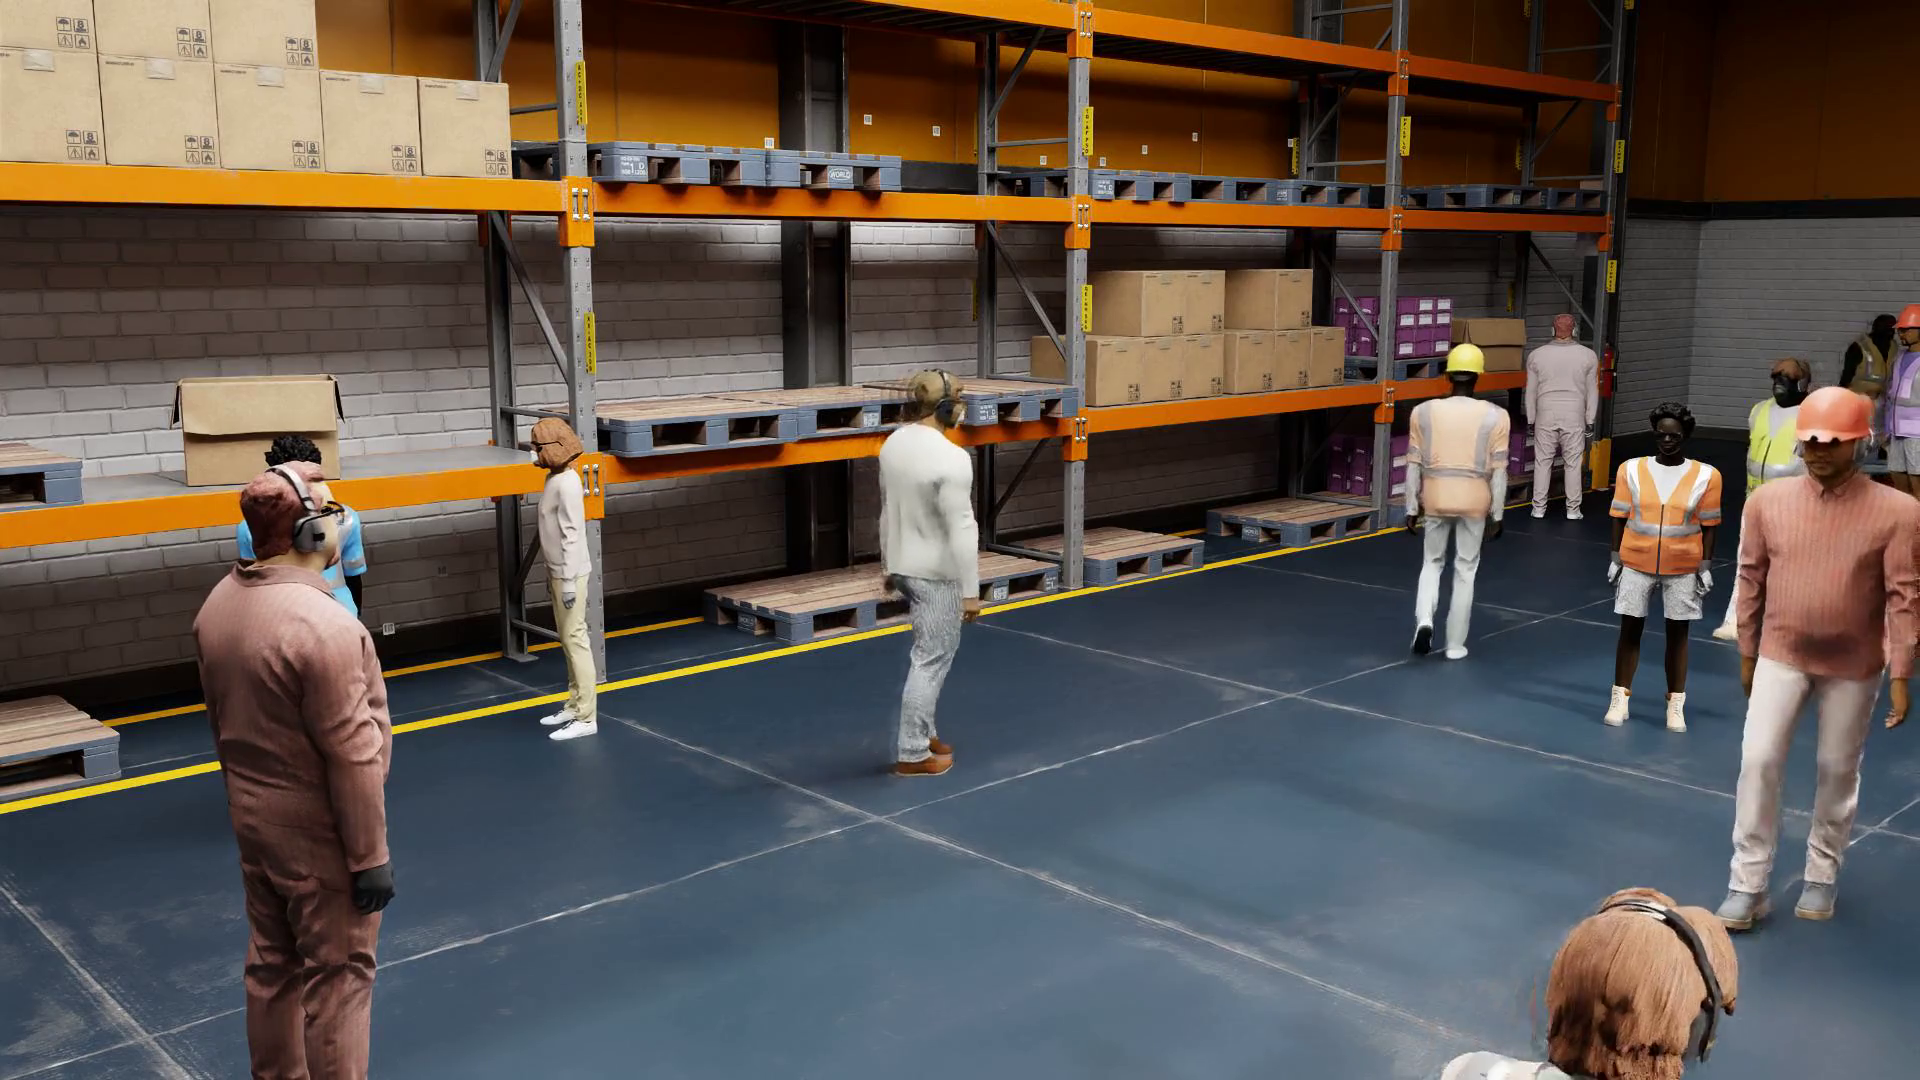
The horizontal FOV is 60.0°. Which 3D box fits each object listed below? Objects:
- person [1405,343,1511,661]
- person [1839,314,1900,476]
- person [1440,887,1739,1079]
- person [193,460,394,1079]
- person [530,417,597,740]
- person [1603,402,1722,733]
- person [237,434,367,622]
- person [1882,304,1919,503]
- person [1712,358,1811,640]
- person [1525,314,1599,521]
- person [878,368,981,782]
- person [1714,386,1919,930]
[{"bbox_3d":[2.953,-0.208,9.924,0.587,1.916,0.494,5,11,27],"label":"person"},{"bbox_3d":[10.184,-1.634,18.668,0.661,1.788,0.986,-3,10,-15],"label":"person"},{"bbox_3d":[0.814,1.257,2.214,0.524,1.614,0.700,8,13,40],"label":"person"},{"bbox_3d":[-1.681,0.746,4.353,0.641,1.913,0.407,7,12,37],"label":"person"},{"bbox_3d":[-2.013,0.190,8.441,0.277,1.628,0.501,-4,10,-20],"label":"person"},{"bbox_3d":[3.595,0.138,8.535,0.531,1.697,0.320,5,11,26],"label":"person"},{"bbox_3d":[-2.744,0.403,6.981,0.531,1.698,0.320,-9,13,-42],"label":"person"},{"bbox_3d":[7.699,-0.883,13.504,0.396,2.042,0.611,-1,10,-3],"label":"person"},{"bbox_3d":[5.279,-0.262,10.596,0.944,1.801,0.639,-5,11,-28],"label":"person"},{"bbox_3d":[5.531,-1.125,15.322,0.643,1.908,0.411,4,10,21],"label":"person"},{"bbox_3d":[-0.096,0.167,7.709,0.555,1.919,0.666,-6,11,-31],"label":"person"},{"bbox_3d":[3.051,0.448,5.925,0.629,1.965,0.798,7,12,36],"label":"person"}]
